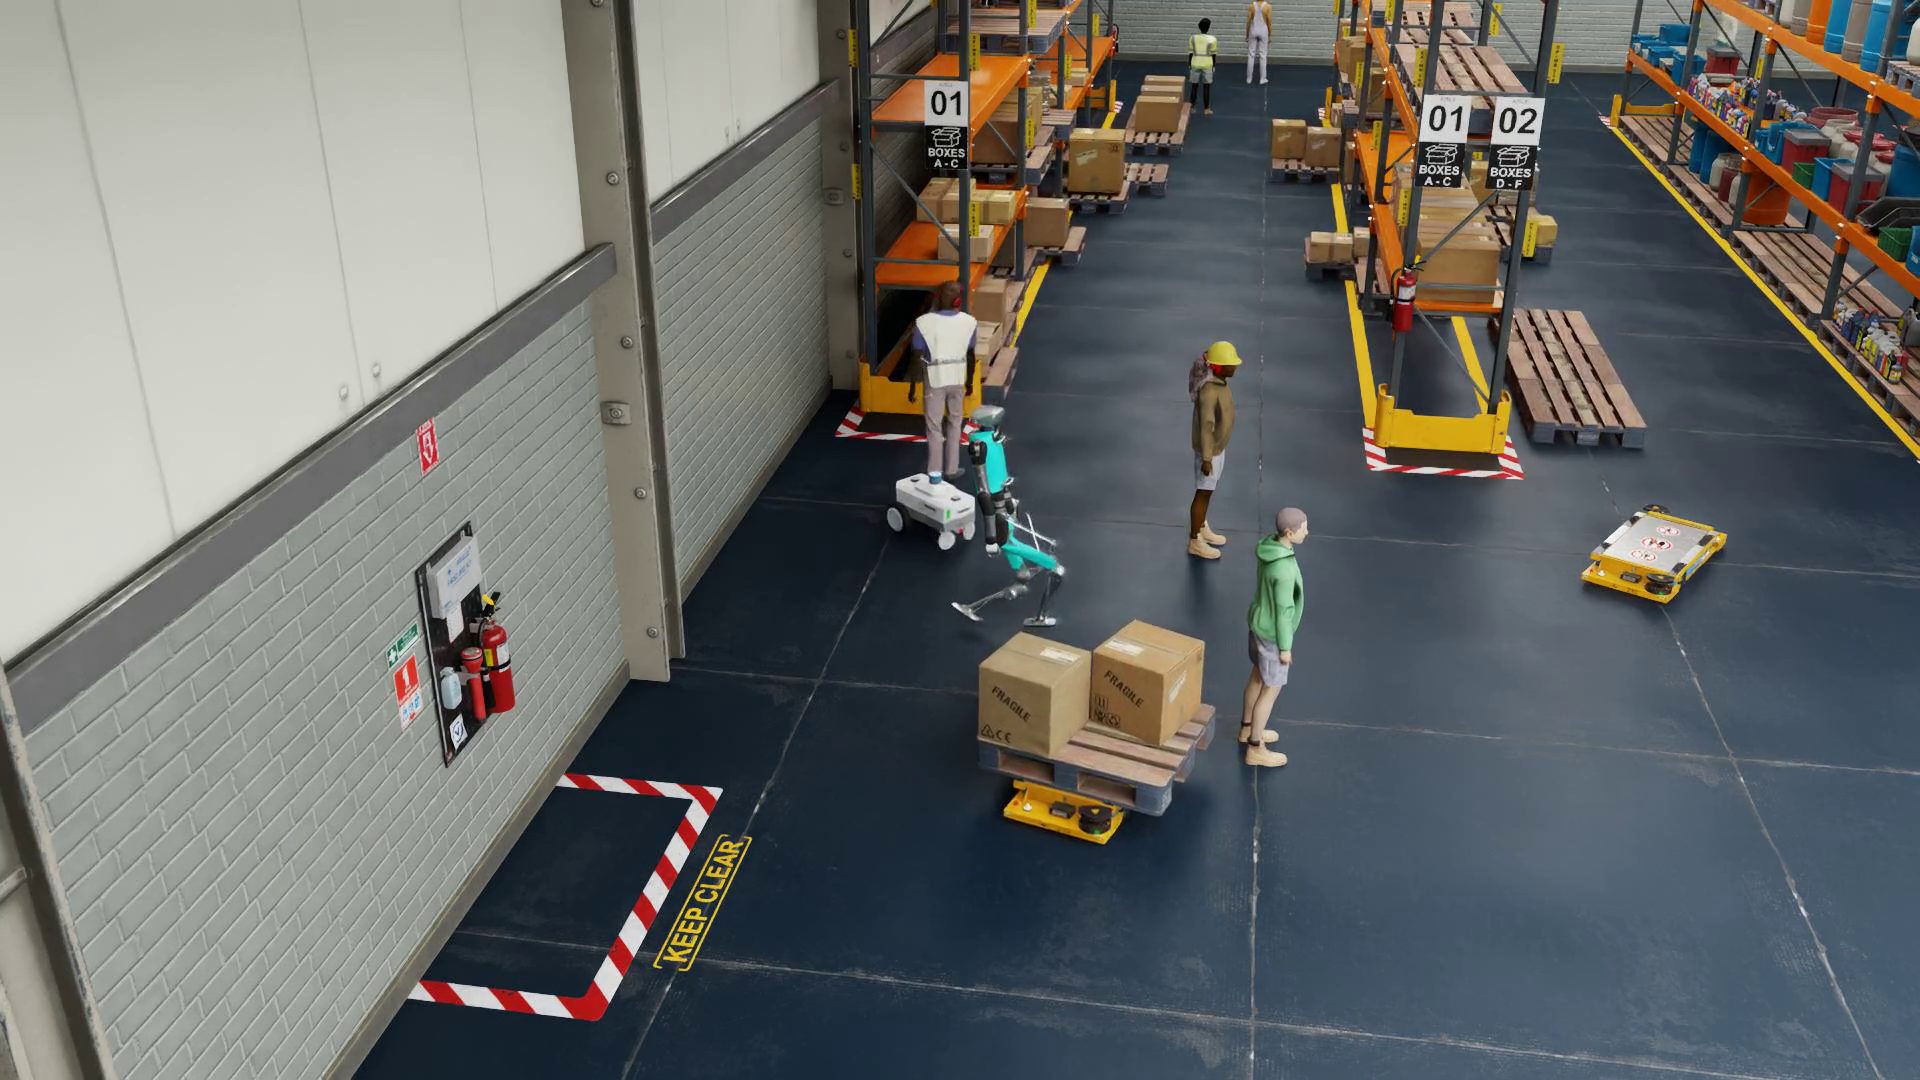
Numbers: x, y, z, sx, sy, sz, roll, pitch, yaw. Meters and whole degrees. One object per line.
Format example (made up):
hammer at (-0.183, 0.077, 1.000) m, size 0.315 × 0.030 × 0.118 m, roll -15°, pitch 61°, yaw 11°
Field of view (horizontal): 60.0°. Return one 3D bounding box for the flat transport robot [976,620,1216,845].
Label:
flat transport robot at (0.867, 1.388, 10.387) m, size 0.659 × 0.231 × 1.431 m, roll 12°, pitch 28°, yaw 24°

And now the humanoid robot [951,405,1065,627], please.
humanoid robot at (0.440, -0.097, 11.841) m, size 1.034 × 1.721 × 0.560 m, roll 6°, pitch 26°, yaw 13°

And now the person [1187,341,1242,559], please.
person at (1.979, -0.733, 13.158) m, size 0.406 × 1.761 × 0.551 m, roll 8°, pitch 26°, yaw 18°

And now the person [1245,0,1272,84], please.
person at (5.902, -9.974, 32.822) m, size 0.517 × 1.864 × 0.377 m, roll 9°, pitch 26°, yaw 18°

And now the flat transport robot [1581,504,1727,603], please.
flat transport robot at (5.507, 0.098, 13.149) m, size 0.659 × 0.231 × 1.431 m, roll 19°, pitch 31°, yaw 35°

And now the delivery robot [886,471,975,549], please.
delivery robot at (-0.204, -0.284, 13.596) m, size 0.506 × 0.568 × 0.732 m, roll -20°, pitch 32°, yaw -36°

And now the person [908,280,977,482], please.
person at (-0.147, -1.327, 14.390) m, size 0.664 × 1.809 × 0.420 m, roll -10°, pitch 27°, yaw -20°

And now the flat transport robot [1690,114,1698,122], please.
flat transport robot at (13.536, -7.299, 28.980) m, size 0.659 × 0.231 × 1.431 m, roll -11°, pitch 27°, yaw -23°

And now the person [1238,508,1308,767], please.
person at (1.943, 0.594, 10.363) m, size 0.315 × 1.734 × 0.477 m, roll -2°, pitch 25°, yaw -4°

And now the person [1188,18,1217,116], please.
person at (4.340, -8.479, 29.815) m, size 0.532 × 1.697 × 0.322 m, roll 12°, pitch 28°, yaw 25°

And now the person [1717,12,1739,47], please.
person at (14.970, -9.716, 32.397) m, size 0.391 × 1.748 × 0.545 m, roll -3°, pitch 25°, yaw -7°
